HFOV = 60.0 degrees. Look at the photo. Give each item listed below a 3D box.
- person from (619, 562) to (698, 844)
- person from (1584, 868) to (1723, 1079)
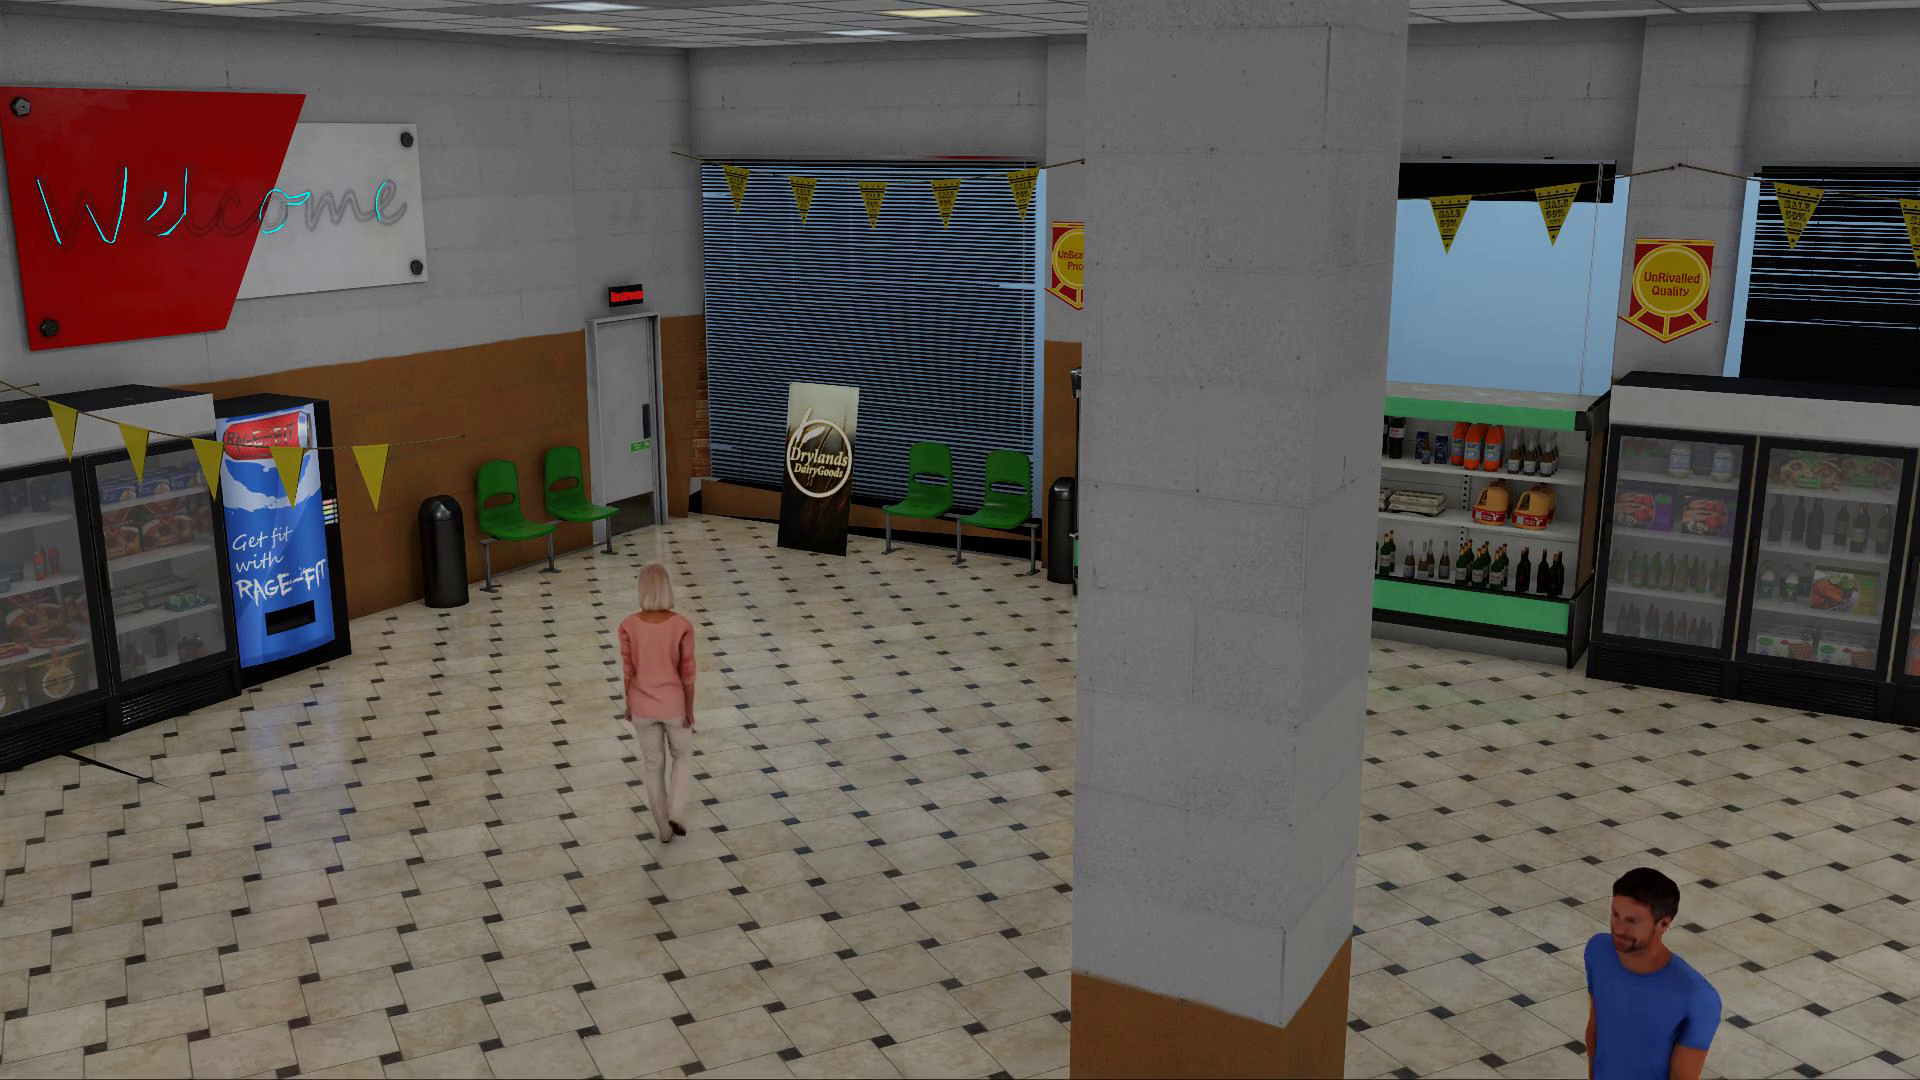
[{"bbox_3d":[-1.758,0.986,9.698,0.798,1.713,0.846,-1,14,-5],"label":"person"},{"bbox_3d":[2.333,1.938,5.573,1.020,1.809,1.234,-10,17,-35],"label":"person"}]
